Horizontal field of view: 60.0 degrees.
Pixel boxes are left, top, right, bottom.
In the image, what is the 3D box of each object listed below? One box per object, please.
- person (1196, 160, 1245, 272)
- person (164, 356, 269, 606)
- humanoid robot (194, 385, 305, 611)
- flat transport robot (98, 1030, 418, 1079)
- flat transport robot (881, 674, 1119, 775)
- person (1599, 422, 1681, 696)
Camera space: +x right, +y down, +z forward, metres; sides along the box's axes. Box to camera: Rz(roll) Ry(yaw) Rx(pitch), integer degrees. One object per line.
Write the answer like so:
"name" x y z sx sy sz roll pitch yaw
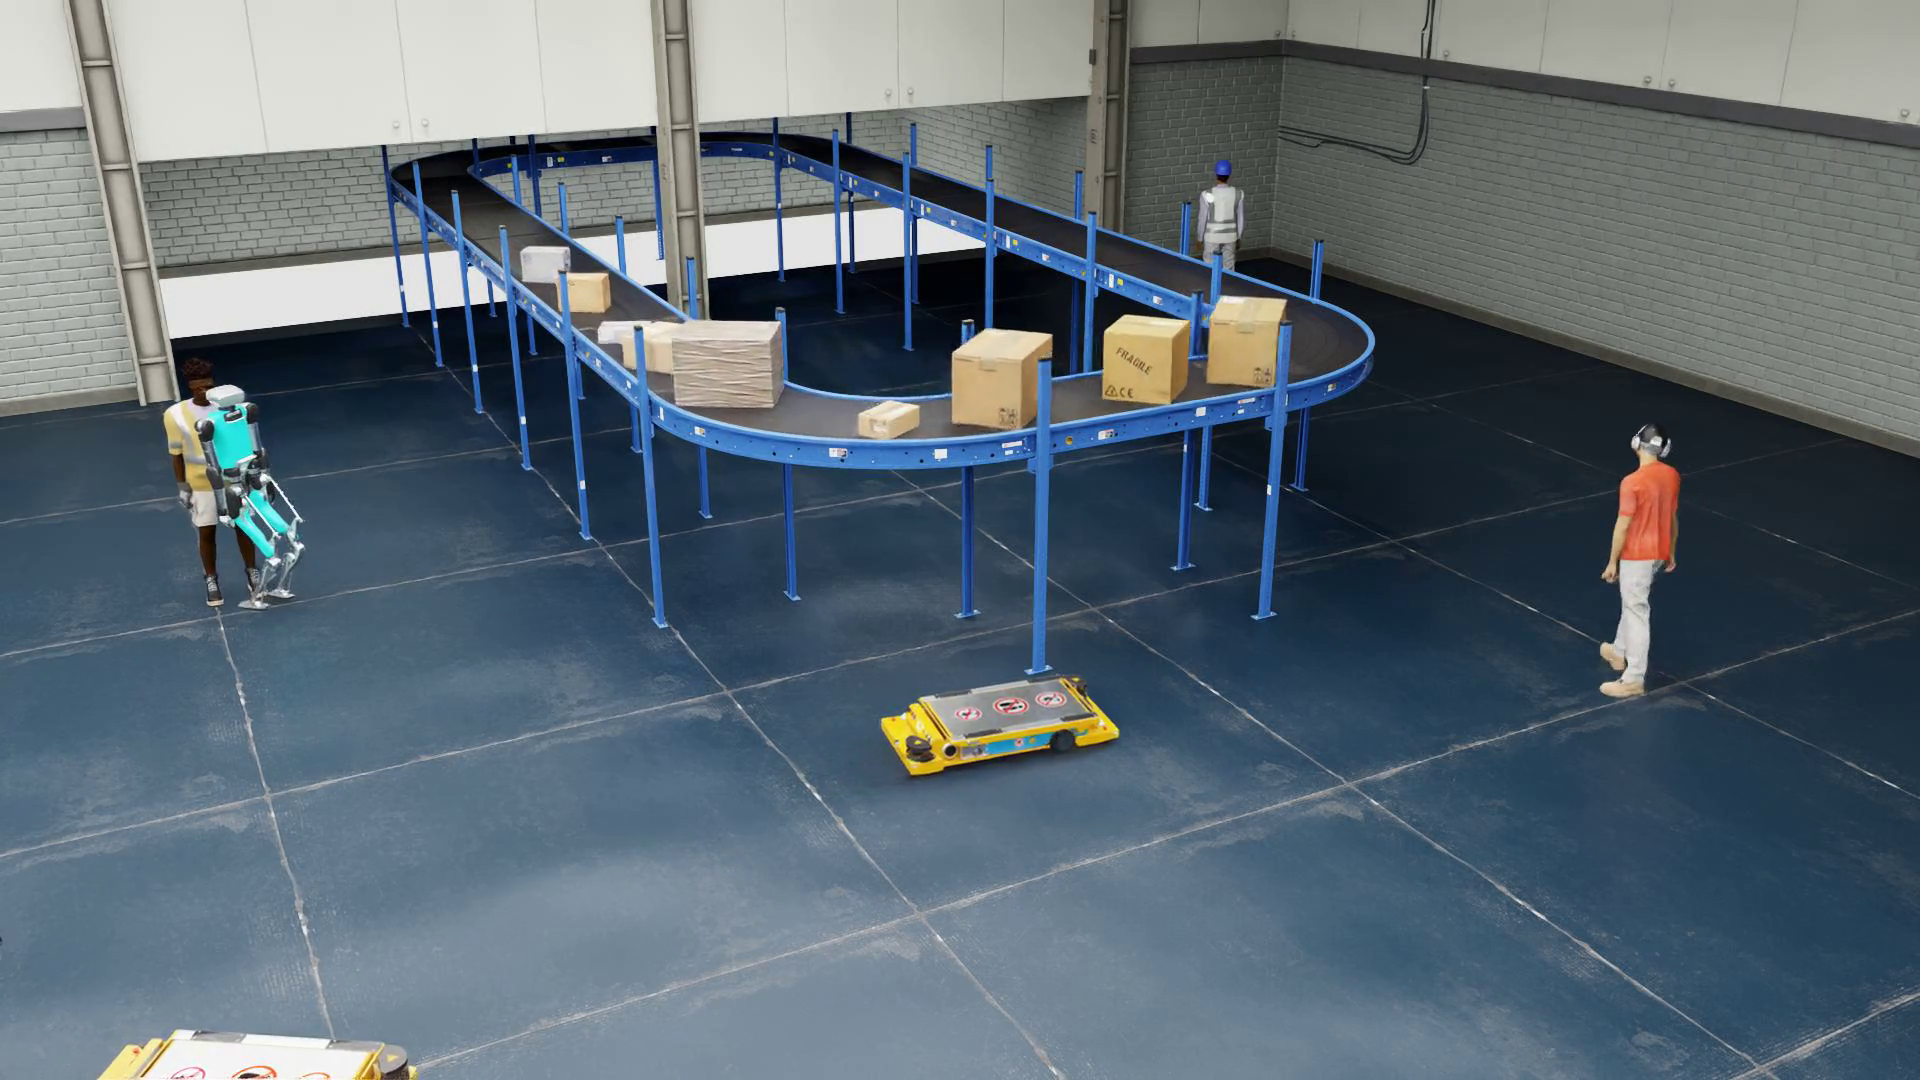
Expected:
"person" 3.304 -3.842 21.134 0.602 1.948 0.386 -2 22 -6
"person" -5.694 -0.459 12.760 0.602 1.959 0.361 -12 25 -28
"humanoid robot" -5.265 -0.290 12.565 0.679 1.748 0.545 10 24 23
"flat transport robot" -3.290 2.552 7.568 1.431 0.231 0.659 2 22 5
"flat transport robot" 0.260 1.201 10.906 1.431 0.231 0.659 -8 23 -18
"person" 4.650 0.112 11.471 0.612 1.867 0.648 -12 25 -27
